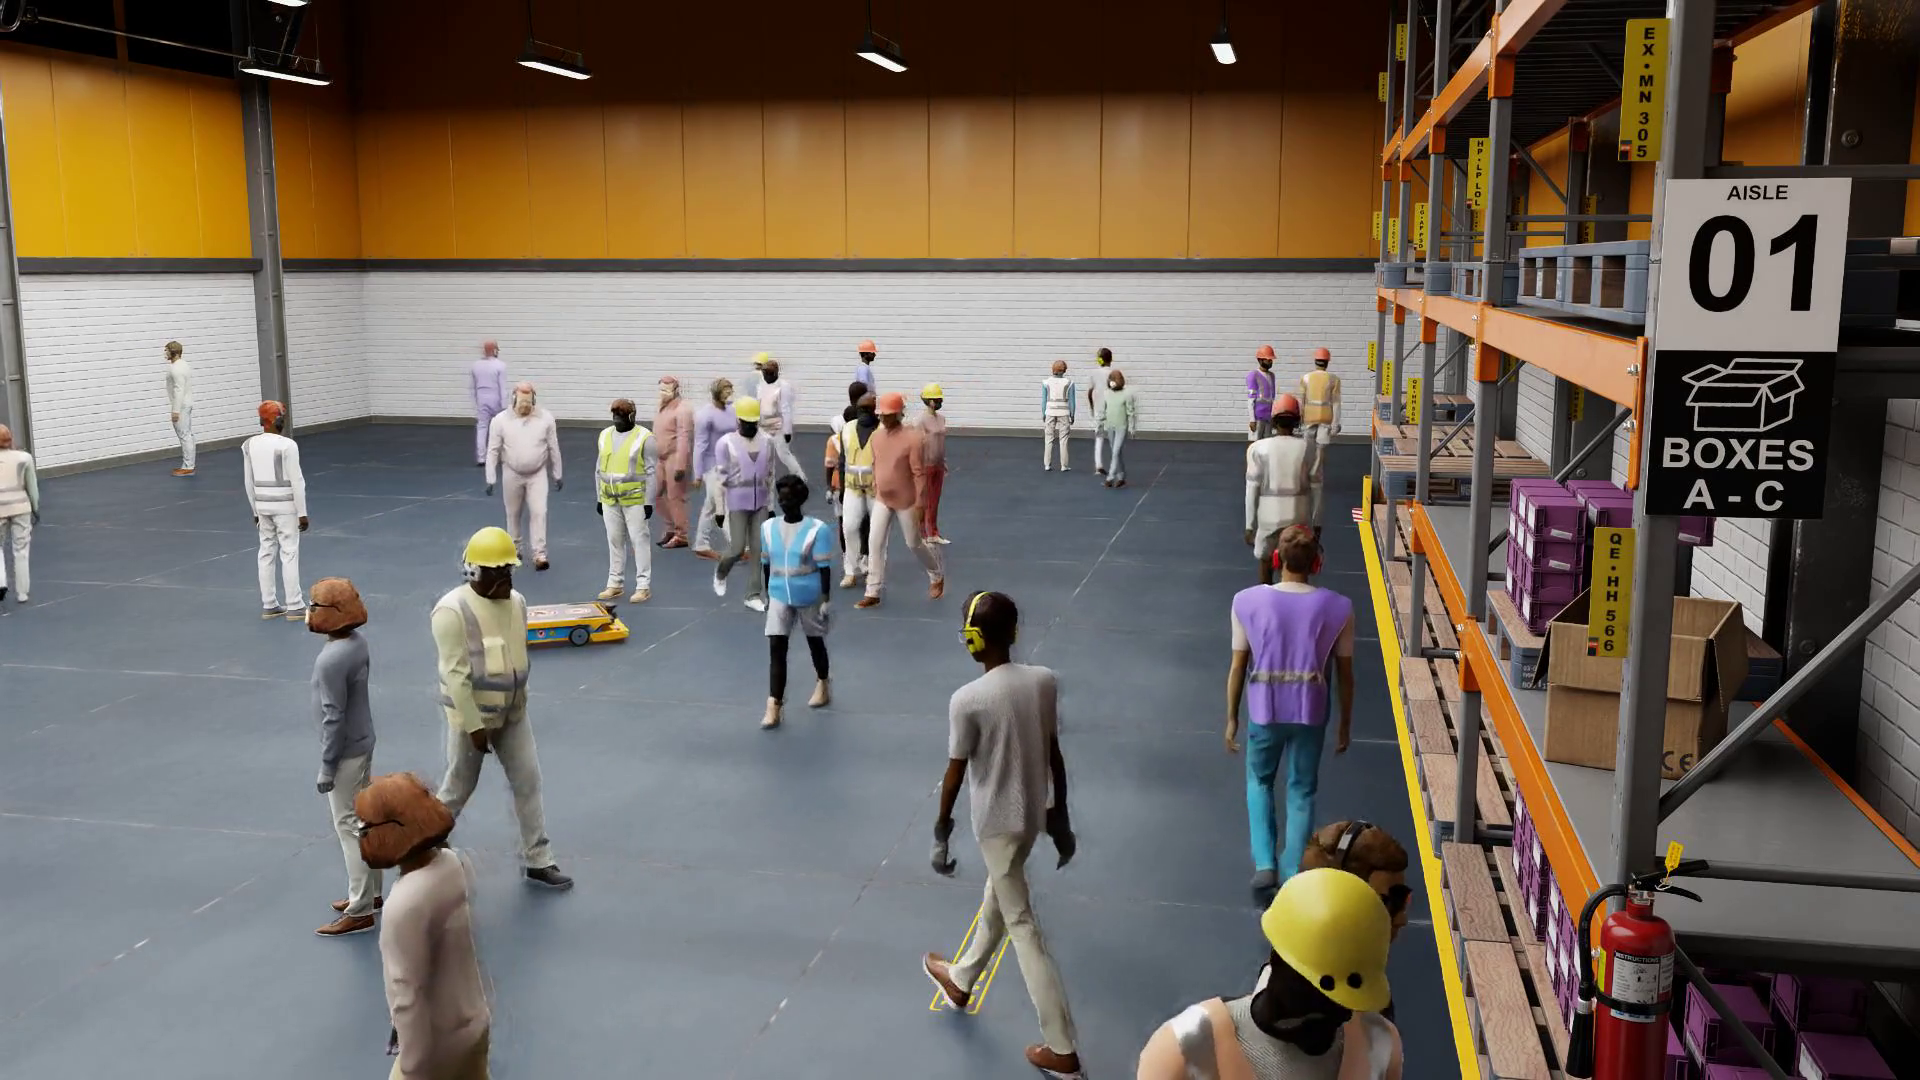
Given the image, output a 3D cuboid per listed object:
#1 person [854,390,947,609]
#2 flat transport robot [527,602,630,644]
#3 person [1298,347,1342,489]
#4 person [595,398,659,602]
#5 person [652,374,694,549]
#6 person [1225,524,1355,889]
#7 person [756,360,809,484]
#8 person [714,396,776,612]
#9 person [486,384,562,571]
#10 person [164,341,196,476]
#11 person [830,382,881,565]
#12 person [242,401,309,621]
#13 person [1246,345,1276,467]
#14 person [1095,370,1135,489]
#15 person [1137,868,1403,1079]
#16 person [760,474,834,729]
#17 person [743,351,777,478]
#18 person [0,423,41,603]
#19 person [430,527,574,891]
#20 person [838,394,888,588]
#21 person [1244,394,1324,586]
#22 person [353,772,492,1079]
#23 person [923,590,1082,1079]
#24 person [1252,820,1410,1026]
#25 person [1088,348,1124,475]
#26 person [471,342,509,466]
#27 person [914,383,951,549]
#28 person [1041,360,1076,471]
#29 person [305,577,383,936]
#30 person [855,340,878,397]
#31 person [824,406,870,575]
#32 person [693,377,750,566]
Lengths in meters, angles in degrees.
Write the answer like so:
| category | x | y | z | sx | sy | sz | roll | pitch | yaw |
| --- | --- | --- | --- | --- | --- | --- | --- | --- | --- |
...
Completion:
| category | x | y | z | sx | sy | sz | roll | pitch | yaw |
| --- | --- | --- | --- | --- | --- | --- | --- | --- | --- |
| person | -0.504 | -0.378 | 14.839 | 0.629 | 1.947 | 0.981 | 7 | 12 | 37 |
| flat transport robot | -3.438 | 0.691 | 13.369 | 1.431 | 0.197 | 0.652 | -4 | 10 | -22 |
| person | 4.852 | -1.632 | 22.406 | 0.566 | 1.915 | 0.544 | 4 | 10 | 25 |
| person | -3.017 | -0.360 | 14.980 | 0.627 | 1.845 | 0.429 | 4 | 10 | 21 |
| person | -3.101 | -0.827 | 17.686 | 0.463 | 1.875 | 0.681 | -6 | 11 | -33 |
| person | 1.551 | 0.835 | 7.823 | 0.592 | 1.825 | 0.474 | 2 | 10 | 10 |
| person | -2.392 | -1.486 | 21.922 | 0.625 | 1.801 | 0.852 | 7 | 12 | 38 |
| person | -1.910 | -0.333 | 14.633 | 0.589 | 1.899 | 0.646 | -7 | 12 | -37 |
| person | -4.336 | -0.623 | 16.552 | 0.738 | 1.842 | 0.998 | -3 | 10 | -18 |
| person | -11.205 | -1.886 | 23.883 | 0.371 | 1.941 | 0.627 | -3 | 10 | -16 |
| person | -0.994 | -0.652 | 16.685 | 0.597 | 1.865 | 1.019 | 0 | 9 | -2 |
| person | -5.812 | -0.249 | 14.190 | 0.575 | 1.884 | 0.355 | 3 | 10 | 19 |
| person | 4.126 | -1.679 | 22.637 | 0.543 | 1.939 | 0.361 | -9 | 13 | -43 |
| person | 2.047 | -1.475 | 22.406 | 0.528 | 1.595 | 0.801 | 8 | 12 | 39 |
| person | 0.572 | 1.533 | 3.435 | 0.641 | 1.887 | 0.646 | -3 | 10 | -18 |
| person | -1.089 | 0.377 | 11.120 | 0.540 | 1.652 | 0.857 | 3 | 10 | 16 |
| person | -2.791 | -1.748 | 23.427 | 0.606 | 1.821 | 0.442 | 9 | 13 | 43 |
| person | -8.506 | -0.230 | 14.856 | 0.530 | 1.629 | 0.362 | -6 | 11 | -31 |
| person | -2.335 | 0.807 | 8.114 | 0.872 | 1.790 | 0.570 | 6 | 11 | 32 |
| person | -0.891 | -0.443 | 15.544 | 0.661 | 1.817 | 0.732 | 3 | 10 | 18 |
| person | 2.625 | -0.186 | 13.497 | 0.639 | 1.981 | 1.062 | 1 | 9 | 5 |
| person | -1.566 | 1.457 | 4.800 | 0.746 | 1.594 | 0.522 | 1 | 9 | 4 |
| person | 0.138 | 1.087 | 6.379 | 0.531 | 1.802 | 1.005 | -8 | 12 | -40 |
| person | 0.897 | 1.526 | 3.678 | 0.728 | 1.818 | 0.526 | 9 | 13 | 43 |
| person | 2.116 | -1.835 | 23.880 | 0.538 | 1.838 | 0.446 | 1 | 9 | 5 |
| person | -7.036 | -2.073 | 25.231 | 0.673 | 1.855 | 0.960 | 3 | 10 | 20 |
| person | -0.295 | -0.800 | 17.865 | 0.311 | 1.769 | 0.525 | 6 | 11 | 30 |
| person | 1.438 | -1.815 | 24.380 | 0.515 | 1.635 | 0.313 | 3 | 10 | 16 |
| person | -2.810 | 0.972 | 7.572 | 0.280 | 1.636 | 0.500 | -1 | 9 | -6 |
| person | -1.356 | -1.943 | 24.231 | 0.355 | 1.939 | 0.543 | -1 | 10 | -8 |
| person | -1.035 | -0.483 | 16.215 | 0.561 | 1.658 | 0.696 | -2 | 10 | -14 |
| person | -2.359 | -0.695 | 16.853 | 0.919 | 1.892 | 0.651 | 4 | 10 | 20 |
